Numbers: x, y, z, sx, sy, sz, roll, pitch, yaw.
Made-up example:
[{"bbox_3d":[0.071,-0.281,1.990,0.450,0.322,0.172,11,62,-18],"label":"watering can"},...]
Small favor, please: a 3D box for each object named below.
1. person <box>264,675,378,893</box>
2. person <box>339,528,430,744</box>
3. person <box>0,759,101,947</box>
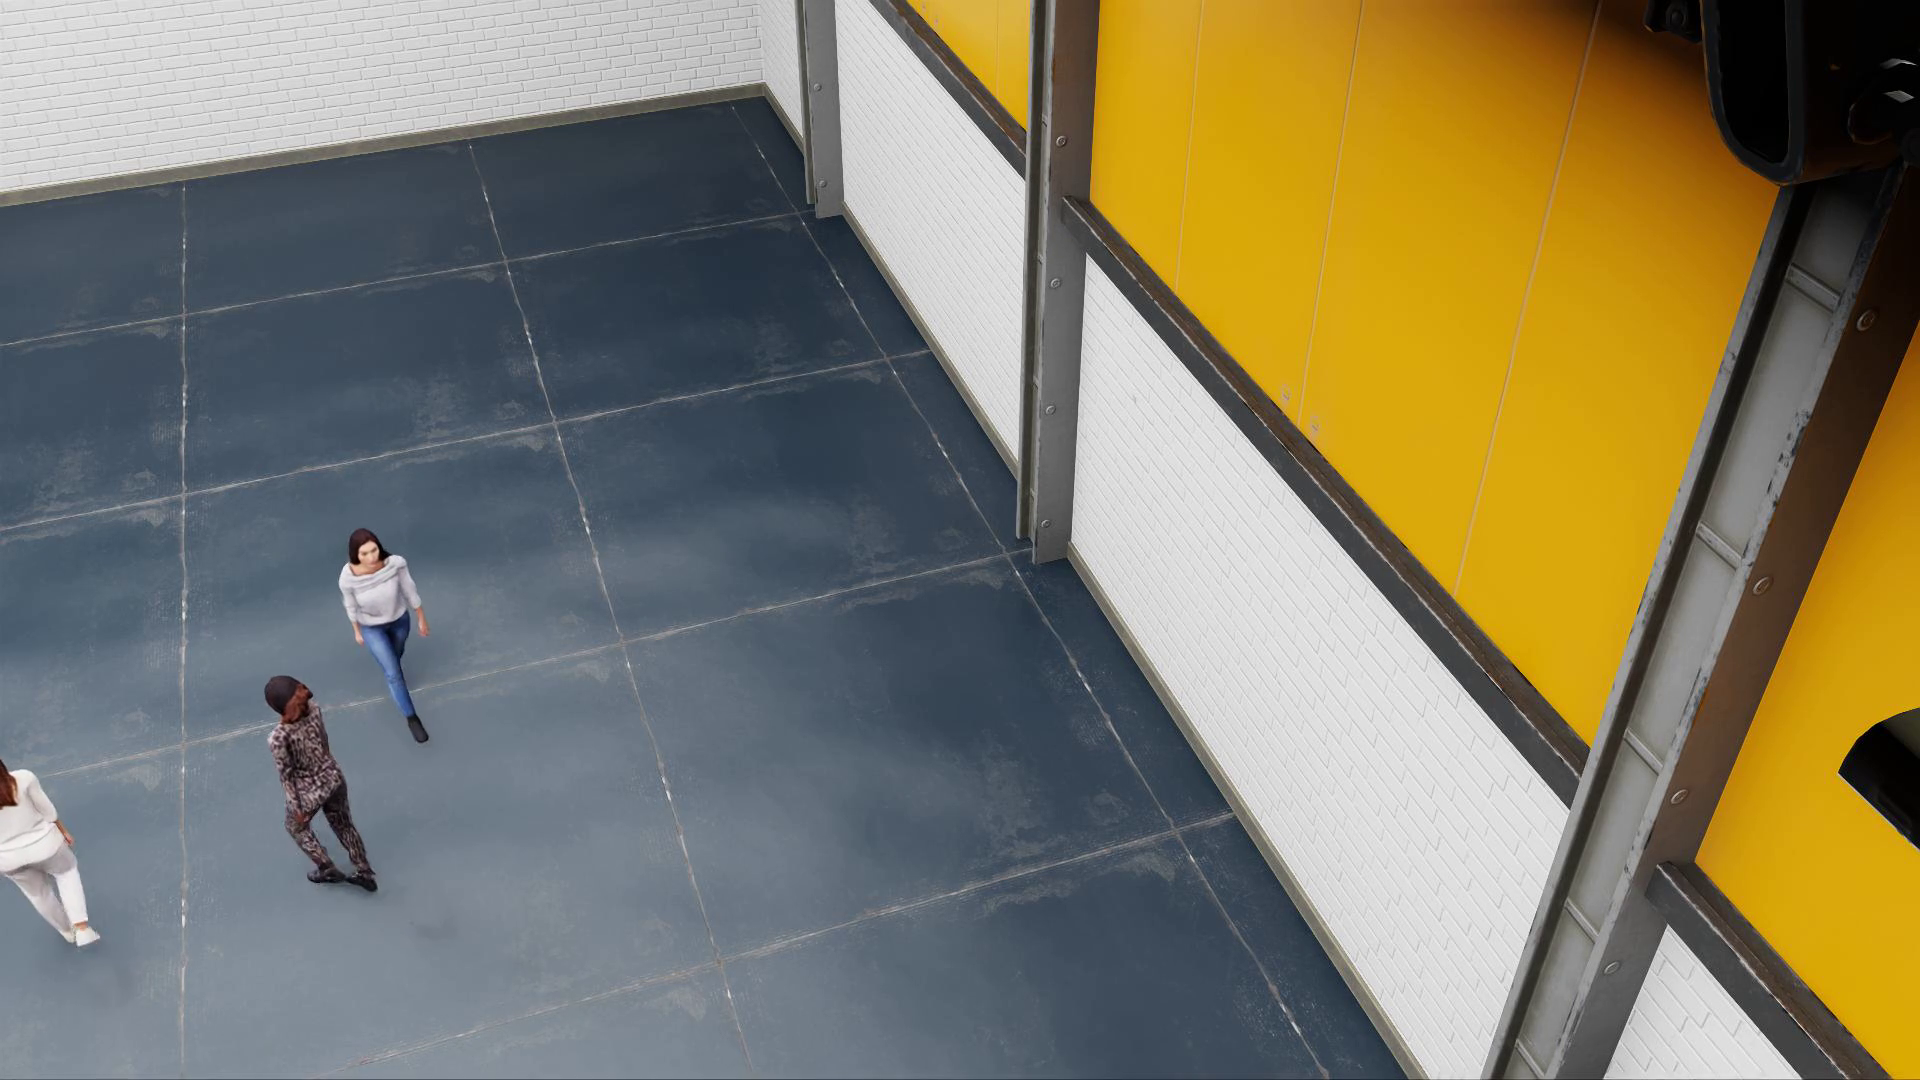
[{"bbox_3d":[-3.731,1.495,9.809,0.828,1.698,0.768,16,41,19],"label":"person"},{"bbox_3d":[-3.855,0.531,11.109,0.759,1.584,1.149,-21,43,-24],"label":"person"},{"bbox_3d":[-5.290,1.778,9.469,0.738,1.682,0.834,-25,45,-28],"label":"person"}]
